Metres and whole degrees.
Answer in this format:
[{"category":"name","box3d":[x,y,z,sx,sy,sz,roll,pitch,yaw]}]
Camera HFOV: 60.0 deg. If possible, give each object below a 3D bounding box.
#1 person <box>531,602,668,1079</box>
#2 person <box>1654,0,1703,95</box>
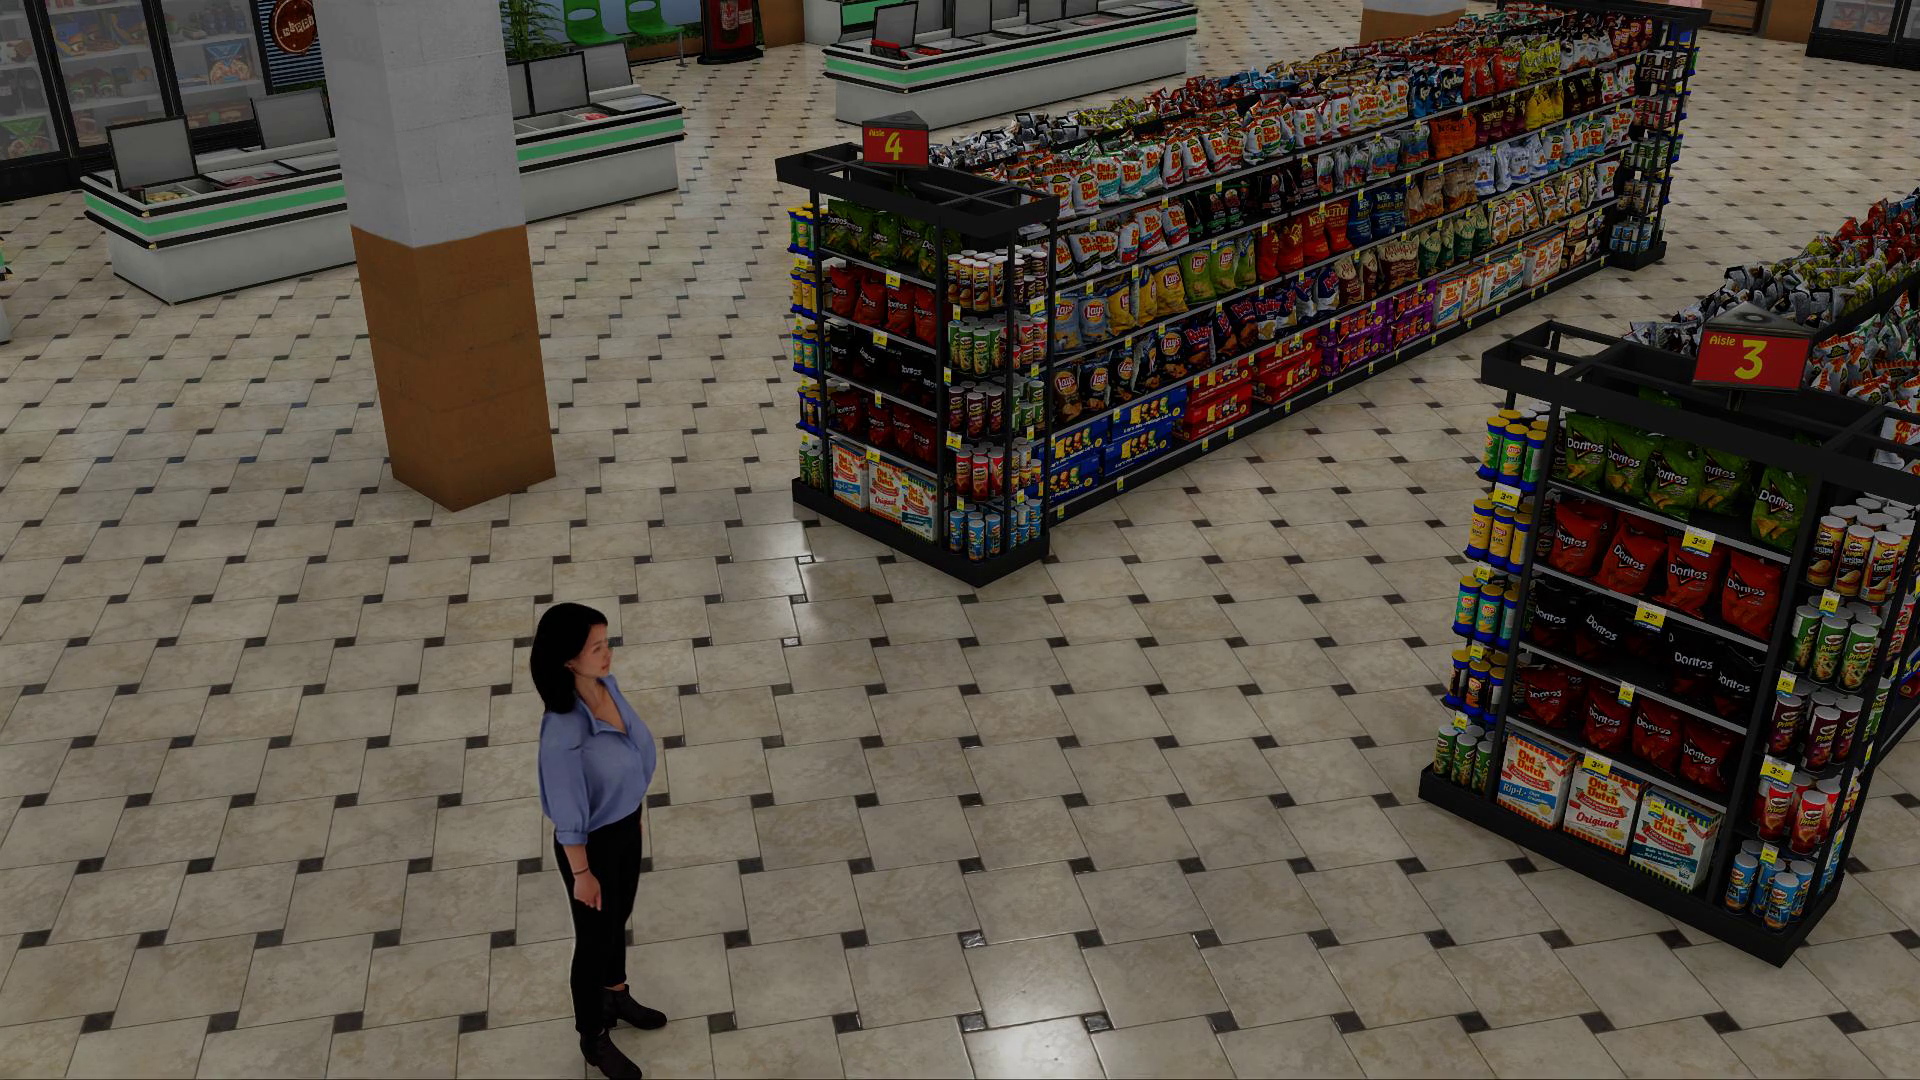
[{"category":"person","box3d":[-1.171,0.976,5.392,0.799,1.745,0.695,5,27,9]},{"category":"person","box3d":[8.325,-6.036,19.194,0.729,1.768,0.731,-6,28,-13]}]
